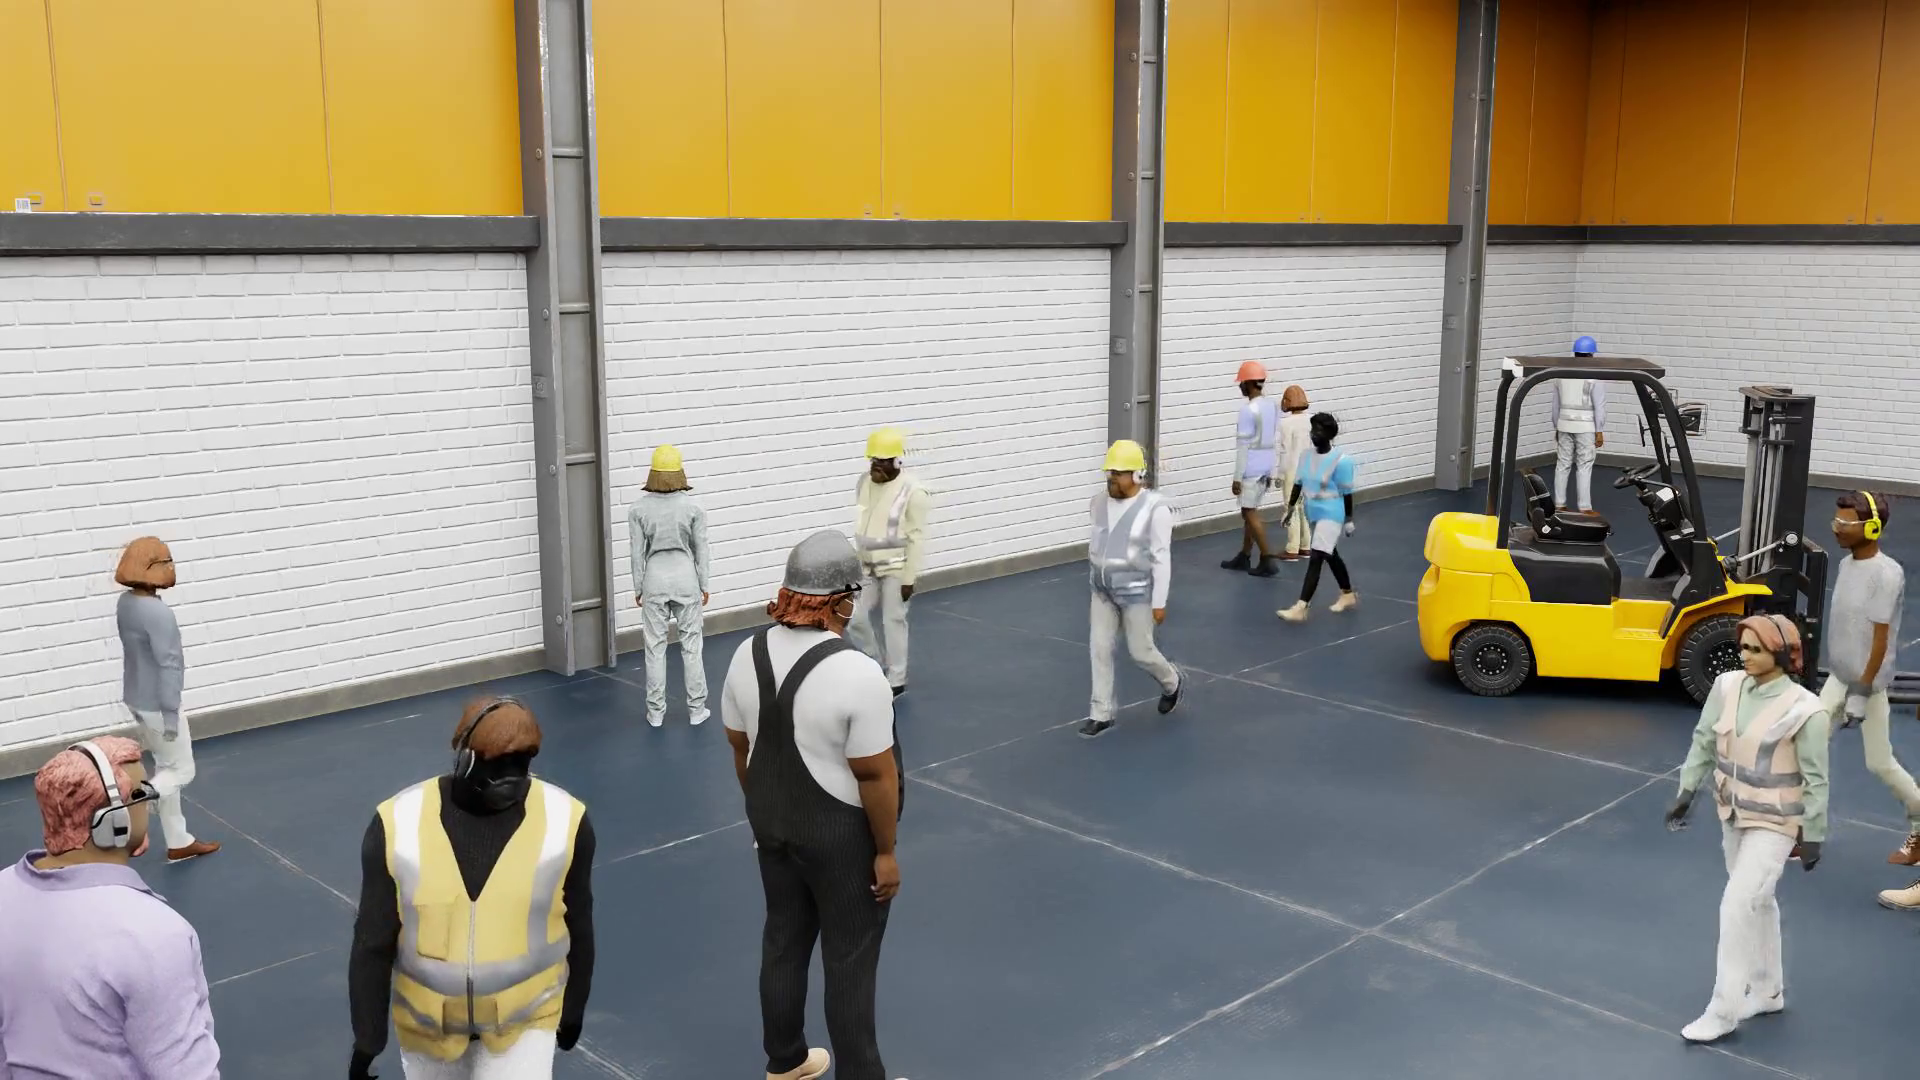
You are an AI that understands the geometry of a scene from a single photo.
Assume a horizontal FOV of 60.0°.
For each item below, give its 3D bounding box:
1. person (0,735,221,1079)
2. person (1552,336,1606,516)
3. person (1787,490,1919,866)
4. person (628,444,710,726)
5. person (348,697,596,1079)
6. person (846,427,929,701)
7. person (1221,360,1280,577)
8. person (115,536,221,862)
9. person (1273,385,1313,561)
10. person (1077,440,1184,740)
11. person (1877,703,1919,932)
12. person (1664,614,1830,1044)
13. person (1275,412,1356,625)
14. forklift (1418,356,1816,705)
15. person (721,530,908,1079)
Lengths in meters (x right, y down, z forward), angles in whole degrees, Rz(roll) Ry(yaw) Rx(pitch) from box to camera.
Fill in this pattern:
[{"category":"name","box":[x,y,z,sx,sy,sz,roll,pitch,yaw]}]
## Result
[{"category":"person","box":[-1.900,1.376,3.805,0.651,1.906,0.409,5,12,25]},{"category":"person","box":[6.564,-1.183,17.643,0.390,1.949,0.602,-7,13,-35]},{"category":"person","box":[4.291,0.670,7.880,0.939,1.832,0.534,-1,10,-3]},{"category":"person","box":[-1.776,0.281,10.222,0.486,1.744,0.294,-1,10,-7]},{"category":"person","box":[-1.322,1.284,4.623,0.636,1.799,0.933,-1,10,-8]},{"category":"person","box":[-0.482,0.175,10.621,0.607,1.805,0.447,9,13,39]},{"category":"person","box":[2.598,-0.629,14.731,0.573,1.936,0.558,8,13,37]},{"category":"person","box":[-3.834,0.785,7.817,0.505,1.617,0.564,9,14,40]},{"category":"person","box":[3.099,-0.617,15.424,0.501,1.631,0.286,-10,14,-44]},{"category":"person","box":[1.051,0.281,10.065,0.598,1.812,0.749,10,14,43]},{"category":"person","box":[4.319,0.697,7.142,0.372,2.044,0.608,0,10,1]},{"category":"person","box":[2.913,1.074,6.248,0.678,1.613,0.517,-3,11,-14]},{"category":"person","box":[2.839,-0.184,13.008,0.928,1.647,0.529,-5,12,-26]},{"category":"forklift","box":[4.276,-0.101,11.076,2.313,2.155,1.214,2,11,13]},{"category":"person","box":[-0.437,0.963,5.695,0.689,2.000,0.539,8,13,37]}]
